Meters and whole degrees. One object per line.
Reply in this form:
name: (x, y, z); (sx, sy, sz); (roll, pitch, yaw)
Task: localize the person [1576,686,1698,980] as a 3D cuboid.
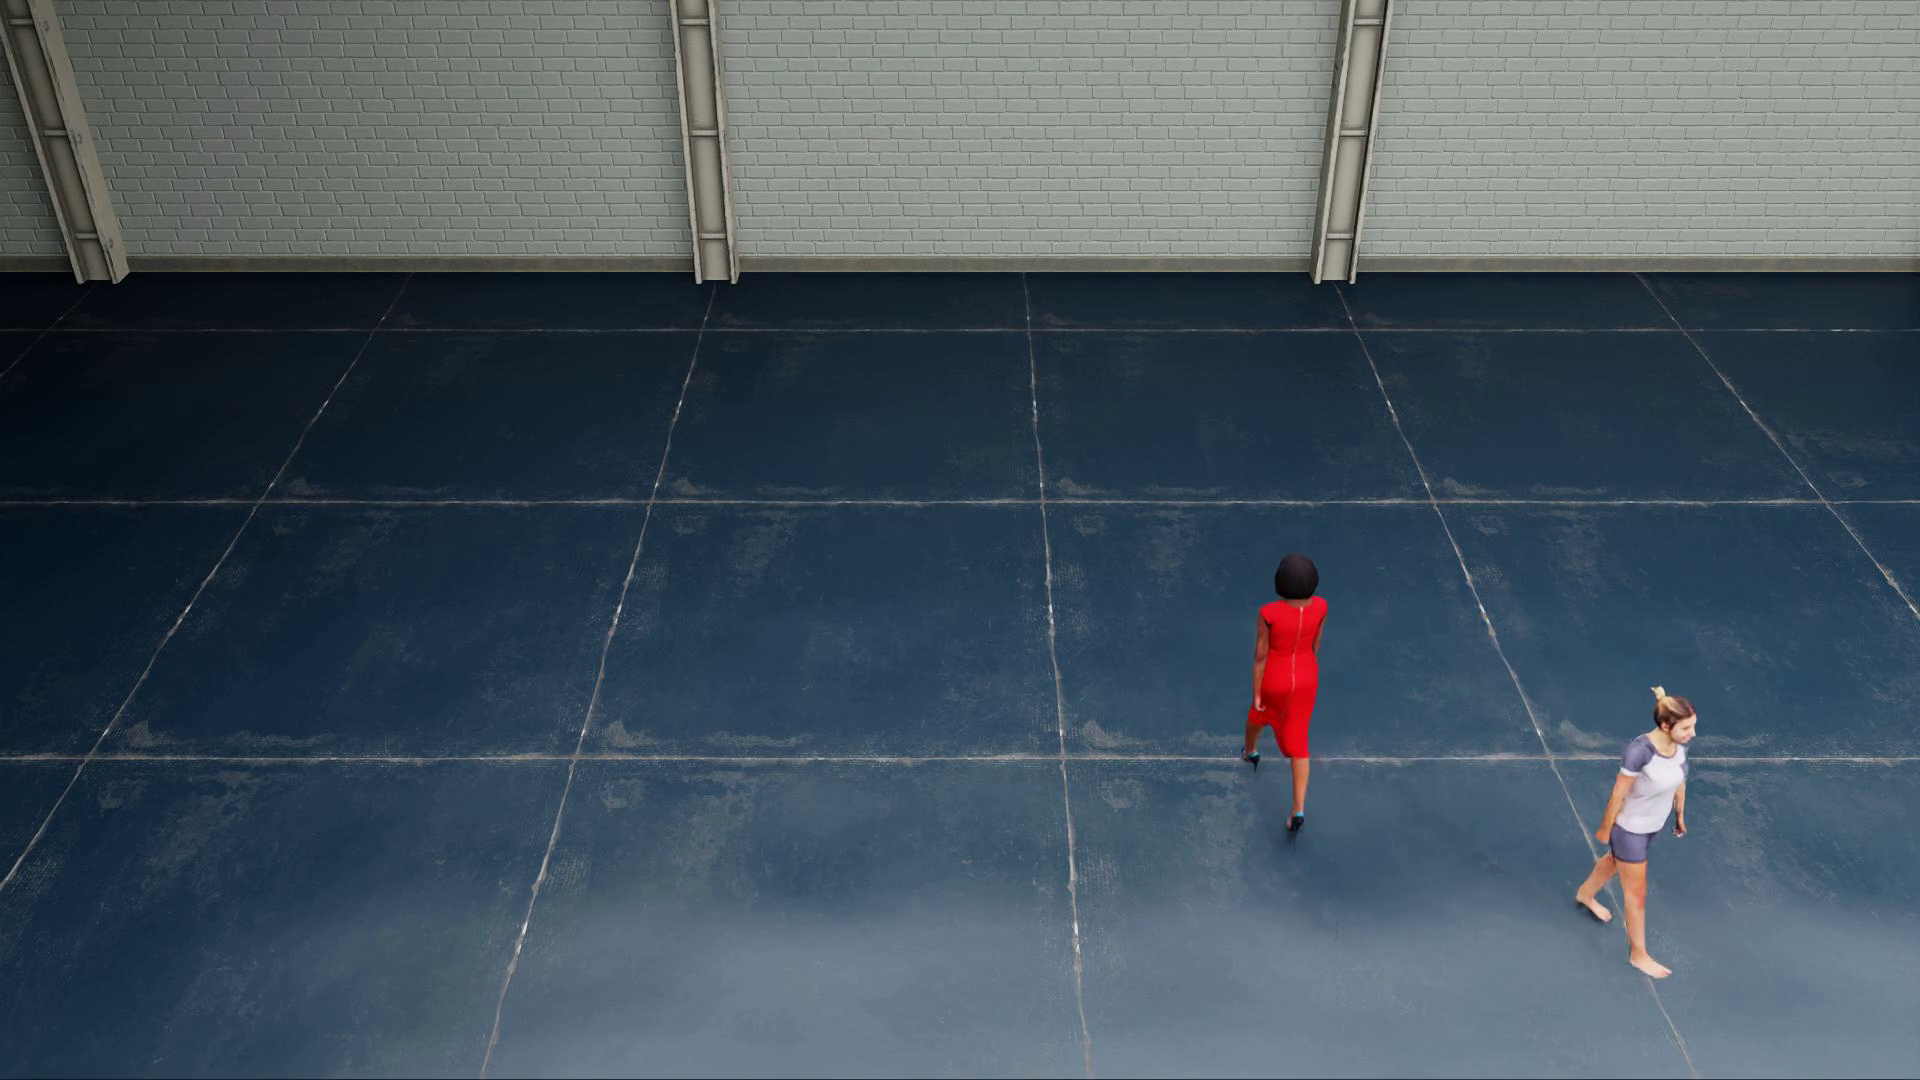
person: (3.461, 1.415, 8.650); (0.950, 1.594, 0.931); (-20, 38, -28)

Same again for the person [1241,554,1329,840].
person: (1.872, 0.891, 9.364); (1.063, 1.695, 0.713); (-3, 33, -5)
